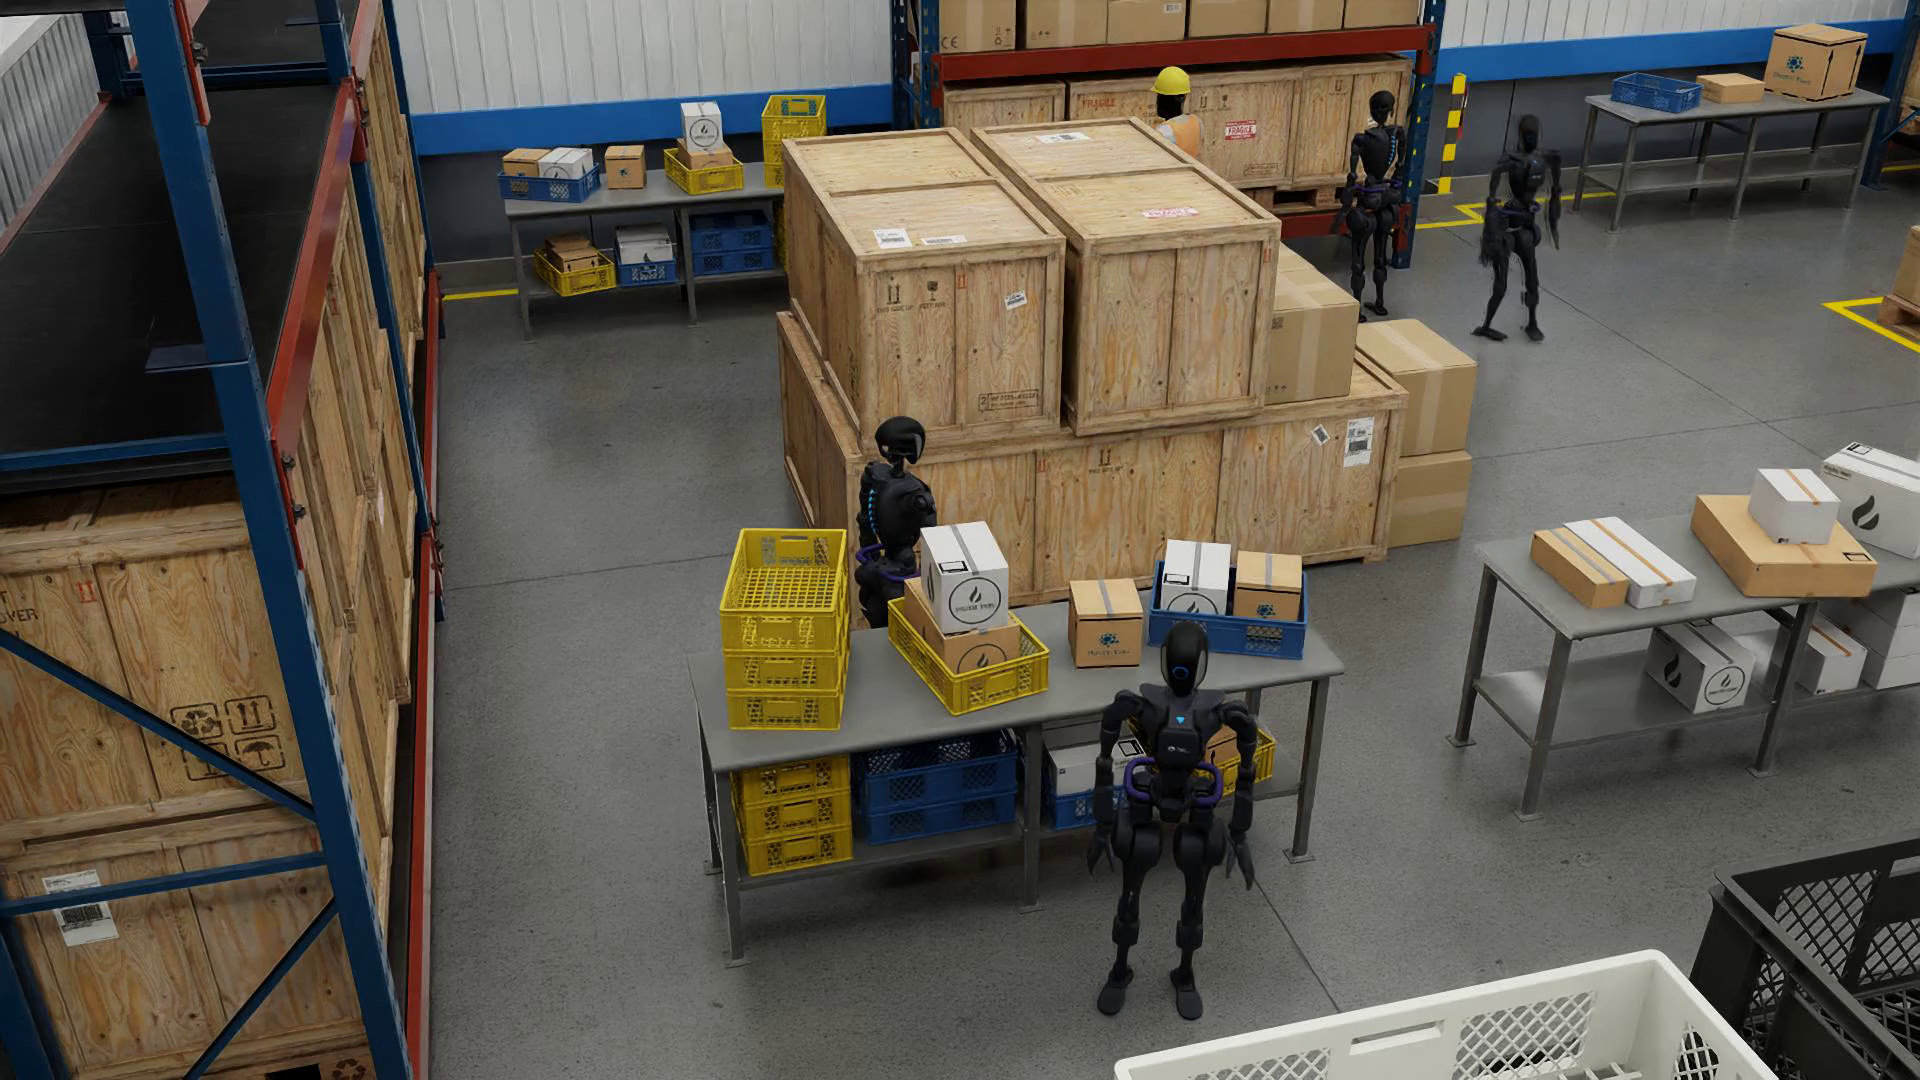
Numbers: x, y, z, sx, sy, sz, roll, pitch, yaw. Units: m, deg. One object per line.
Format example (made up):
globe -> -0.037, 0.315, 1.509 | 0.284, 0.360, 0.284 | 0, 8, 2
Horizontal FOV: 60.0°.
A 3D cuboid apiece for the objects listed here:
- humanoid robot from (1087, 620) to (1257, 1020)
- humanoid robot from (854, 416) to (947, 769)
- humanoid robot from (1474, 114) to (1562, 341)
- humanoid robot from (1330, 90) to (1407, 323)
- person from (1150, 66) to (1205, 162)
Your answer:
humanoid robot -> 0.747, 1.001, 5.825 | 0.597, 1.657, 0.317 | 4, 29, 6
humanoid robot -> -0.258, 0.223, 7.238 | 0.312, 1.657, 0.615 | -21, 35, -33
humanoid robot -> 3.919, -2.166, 11.607 | 0.680, 1.629, 0.363 | -9, 30, -17
humanoid robot -> 2.976, -2.415, 12.030 | 0.608, 1.653, 0.321 | -17, 33, -28
person -> 1.442, -2.327, 11.623 | 0.364, 1.926, 0.589 | 20, 35, 32
